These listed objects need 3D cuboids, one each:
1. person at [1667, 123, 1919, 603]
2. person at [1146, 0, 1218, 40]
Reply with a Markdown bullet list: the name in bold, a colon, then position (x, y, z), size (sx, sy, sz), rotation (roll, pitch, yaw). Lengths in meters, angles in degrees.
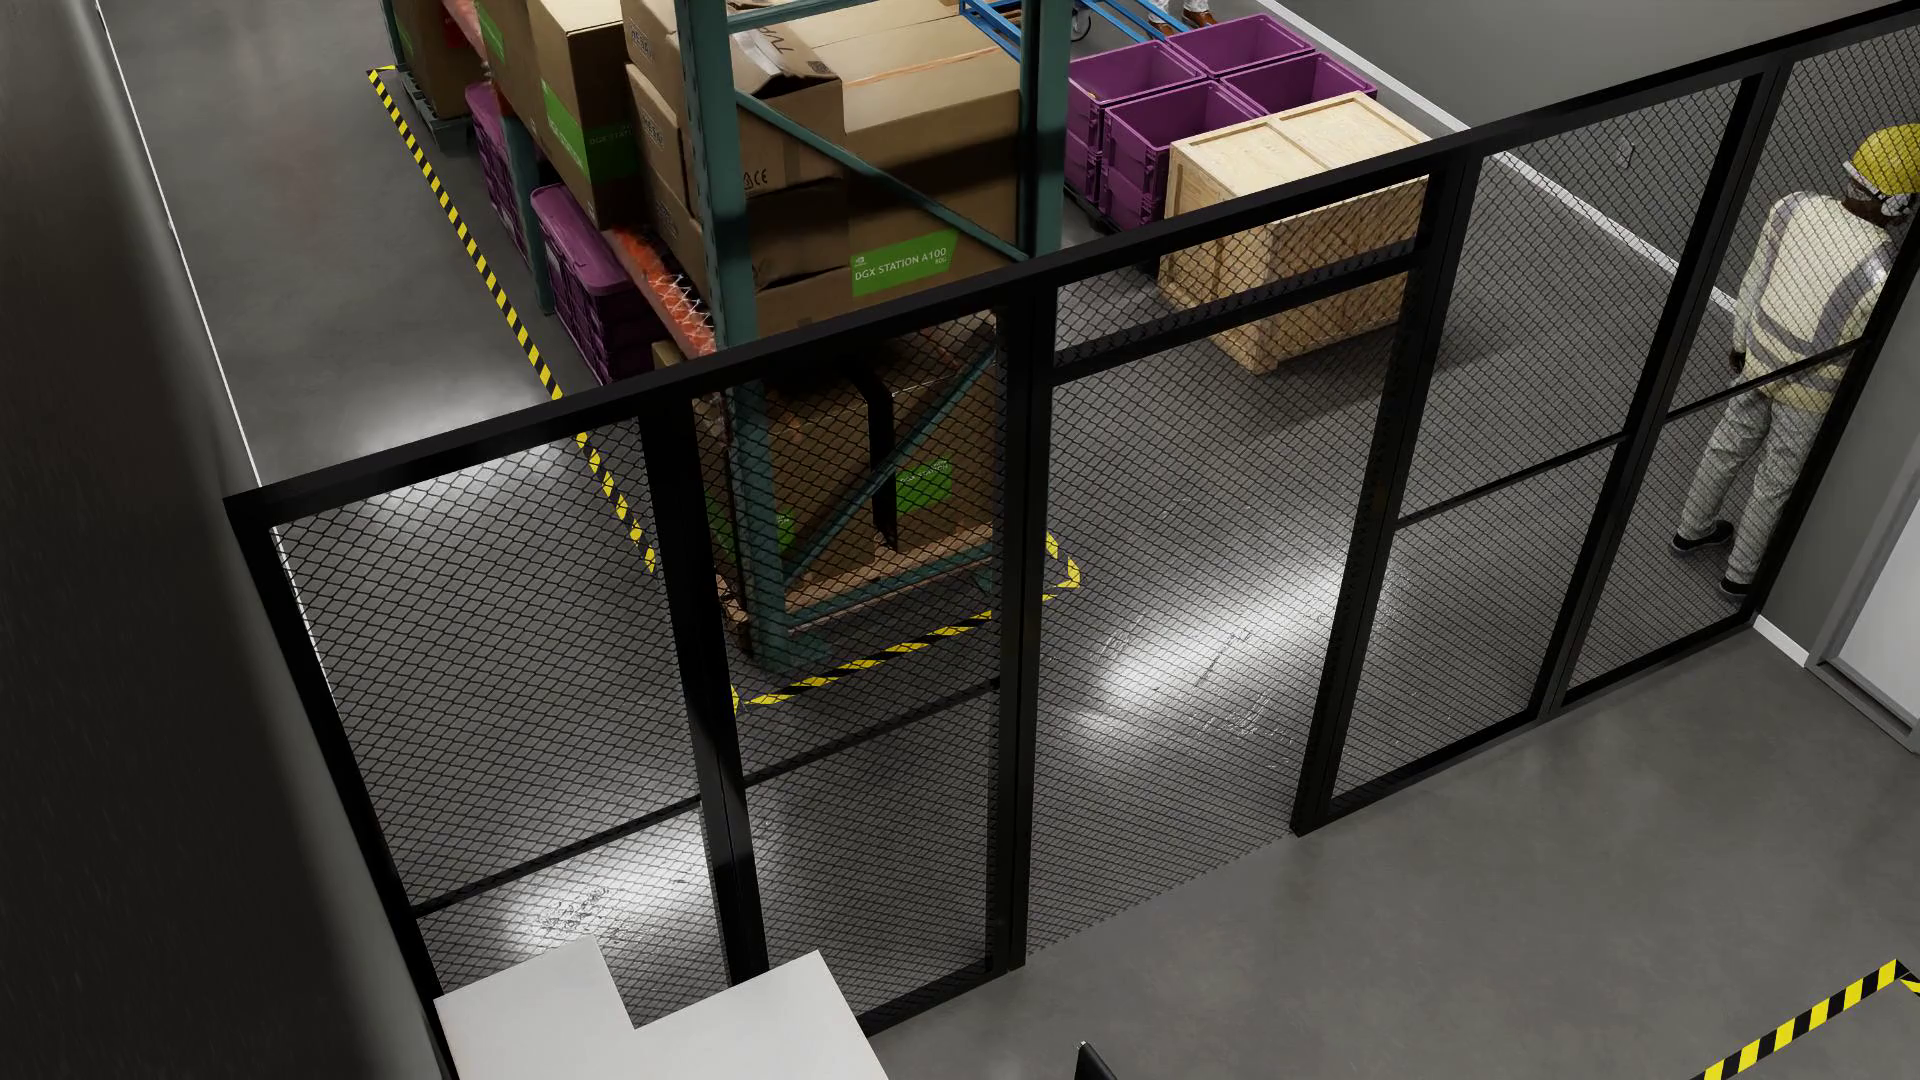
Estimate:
- **person**: position (2.870, -0.575, 5.652), size (0.404, 1.830, 0.601), rotation (-14, 44, -15)
- **person**: position (1.283, -3.622, 8.907), size (0.635, 1.937, 0.352), rotation (-22, 47, -22)
